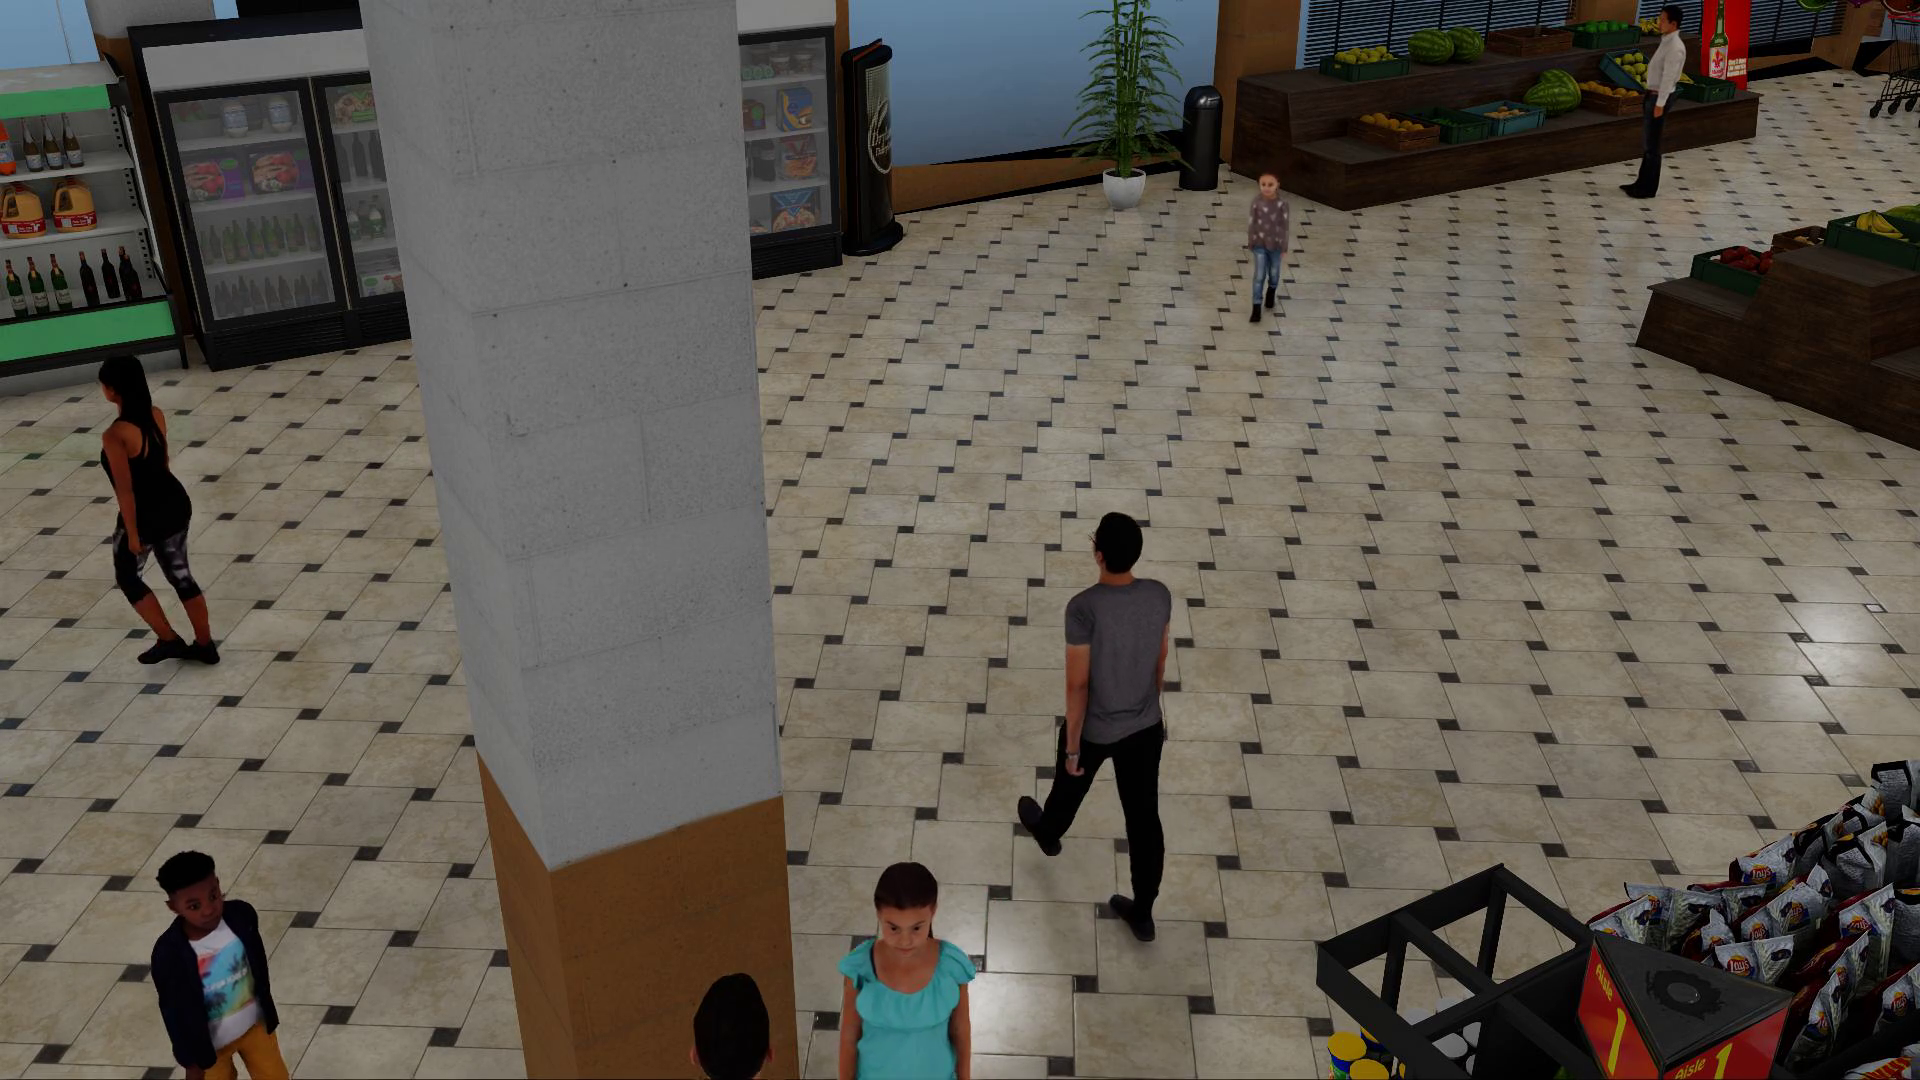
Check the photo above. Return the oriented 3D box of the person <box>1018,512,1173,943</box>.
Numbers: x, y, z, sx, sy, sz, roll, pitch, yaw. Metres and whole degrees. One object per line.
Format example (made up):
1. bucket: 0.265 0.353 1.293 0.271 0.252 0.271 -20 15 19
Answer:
1. person: 0.620 0.749 6.293 1.071 1.717 0.804 -11 29 -21

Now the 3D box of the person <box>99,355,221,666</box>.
1. person: -3.840 -0.109 8.057 0.775 1.652 0.722 5 27 10

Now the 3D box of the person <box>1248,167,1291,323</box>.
1. person: 2.413 -2.314 12.933 0.813 1.174 0.862 6 28 12

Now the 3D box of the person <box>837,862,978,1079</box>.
1. person: -0.150 1.551 4.895 0.656 1.551 0.725 3 27 6

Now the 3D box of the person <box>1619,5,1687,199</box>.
1. person: 6.717 -4.200 15.954 0.797 1.806 0.743 6 28 12

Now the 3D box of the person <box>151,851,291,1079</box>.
1. person: -2.382 1.503 5.311 0.564 1.260 0.643 -24 36 -39
